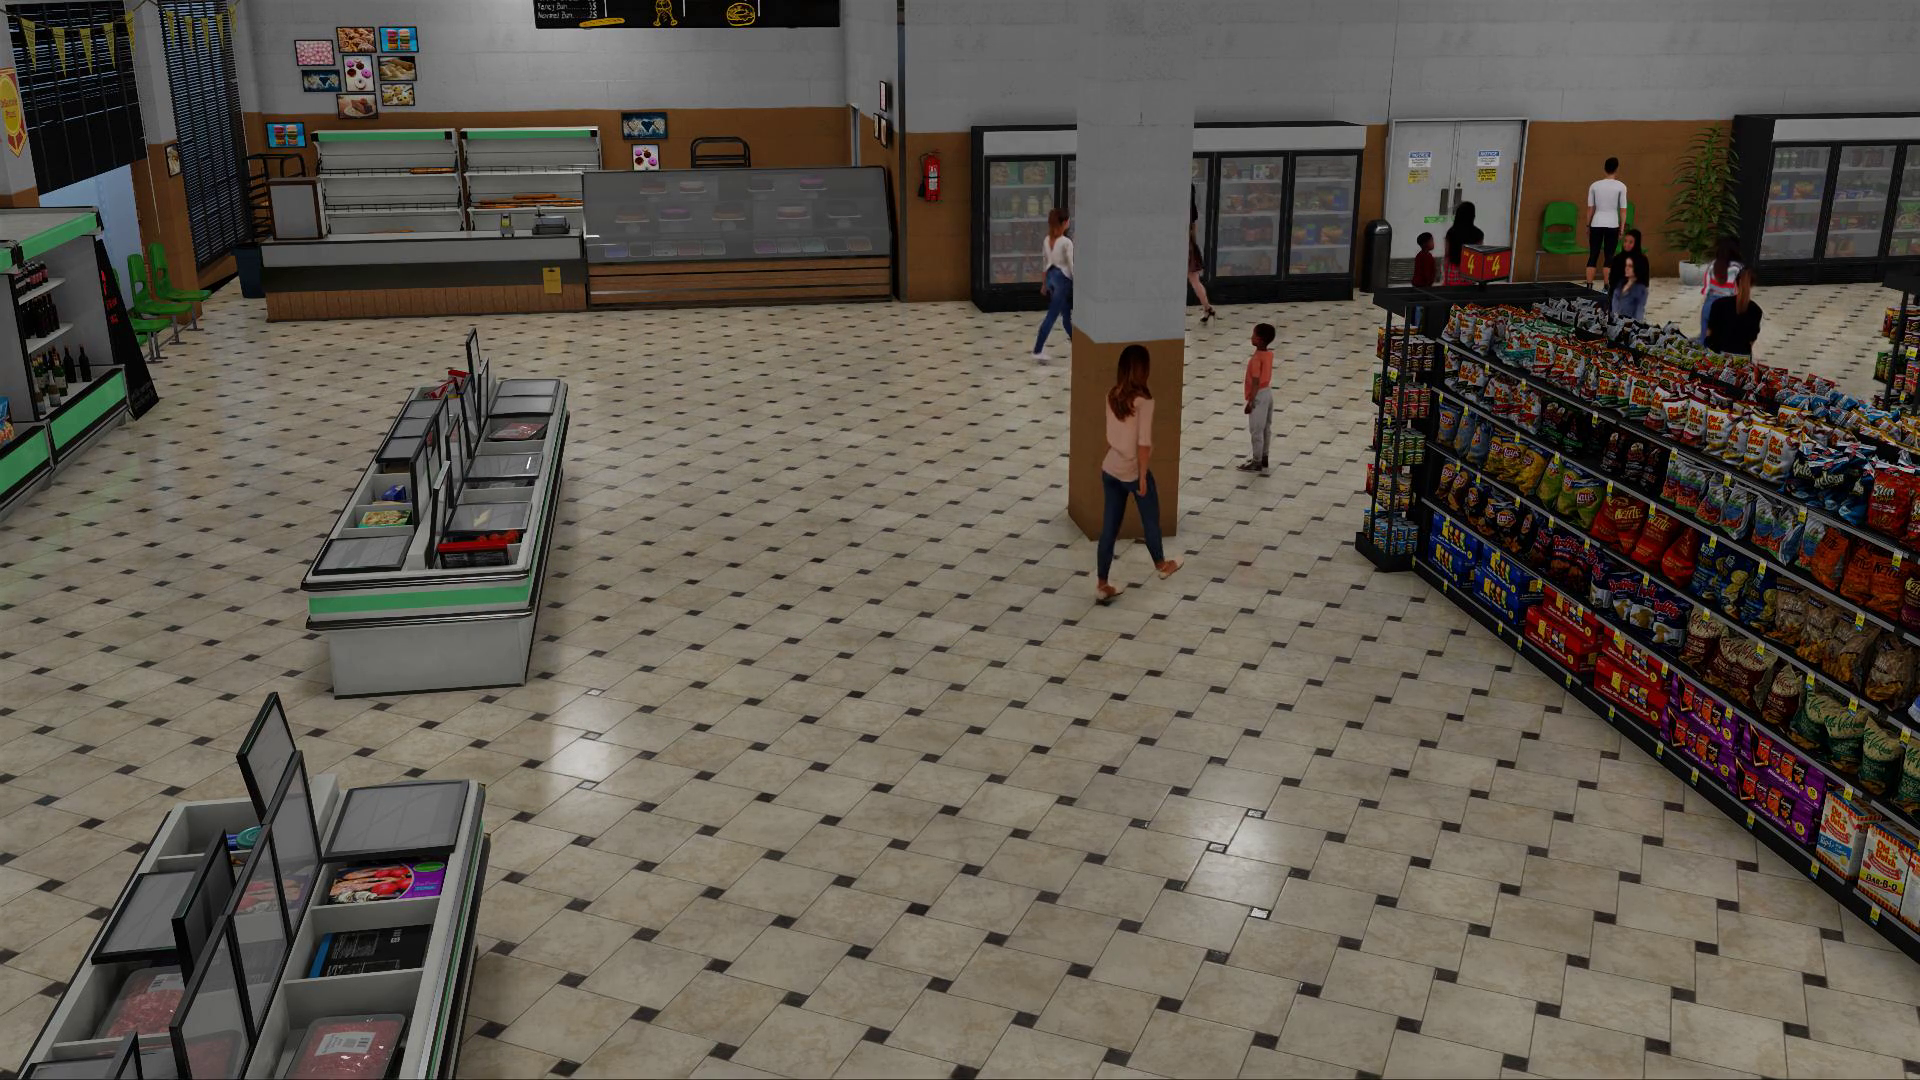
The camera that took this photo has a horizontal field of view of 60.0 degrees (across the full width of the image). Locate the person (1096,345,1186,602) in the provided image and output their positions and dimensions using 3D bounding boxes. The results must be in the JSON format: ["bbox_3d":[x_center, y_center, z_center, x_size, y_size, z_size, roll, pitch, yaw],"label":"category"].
[{"bbox_3d":[1.086,-0.421,11.395,1.049,1.752,1.095,-17,25,-40],"label":"person"}]

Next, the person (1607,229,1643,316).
[{"bbox_3d":[7.203,-2.536,17.905,0.878,1.600,0.926,-11,22,-31],"label":"person"}]

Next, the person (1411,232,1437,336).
[{"bbox_3d":[5.555,-3.080,20.060,0.563,1.253,0.435,-2,19,-6],"label":"person"}]

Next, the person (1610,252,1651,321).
[{"bbox_3d":[6.212,-1.786,15.427,0.683,1.762,0.723,-3,19,-8],"label":"person"}]

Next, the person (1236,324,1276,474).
[{"bbox_3d":[2.629,-1.250,14.544,0.625,1.310,0.568,13,23,34],"label":"person"}]

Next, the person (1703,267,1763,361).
[{"bbox_3d":[6.960,-1.613,15.075,0.869,1.659,1.059,4,19,11],"label":"person"}]

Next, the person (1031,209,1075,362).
[{"bbox_3d":[1.031,-2.794,18.562,0.972,1.668,1.166,-11,22,-30],"label":"person"}]

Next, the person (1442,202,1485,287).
[{"bbox_3d":[5.714,-2.978,19.066,1.042,1.695,1.063,14,23,35],"label":"person"}]

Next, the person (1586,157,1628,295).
[{"bbox_3d":[8.792,-4.276,22.671,0.748,1.852,0.791,11,21,29],"label":"person"}]

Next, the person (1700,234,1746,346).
[{"bbox_3d":[7.956,-2.383,17.489,1.044,1.577,1.047,16,24,39],"label":"person"}]
